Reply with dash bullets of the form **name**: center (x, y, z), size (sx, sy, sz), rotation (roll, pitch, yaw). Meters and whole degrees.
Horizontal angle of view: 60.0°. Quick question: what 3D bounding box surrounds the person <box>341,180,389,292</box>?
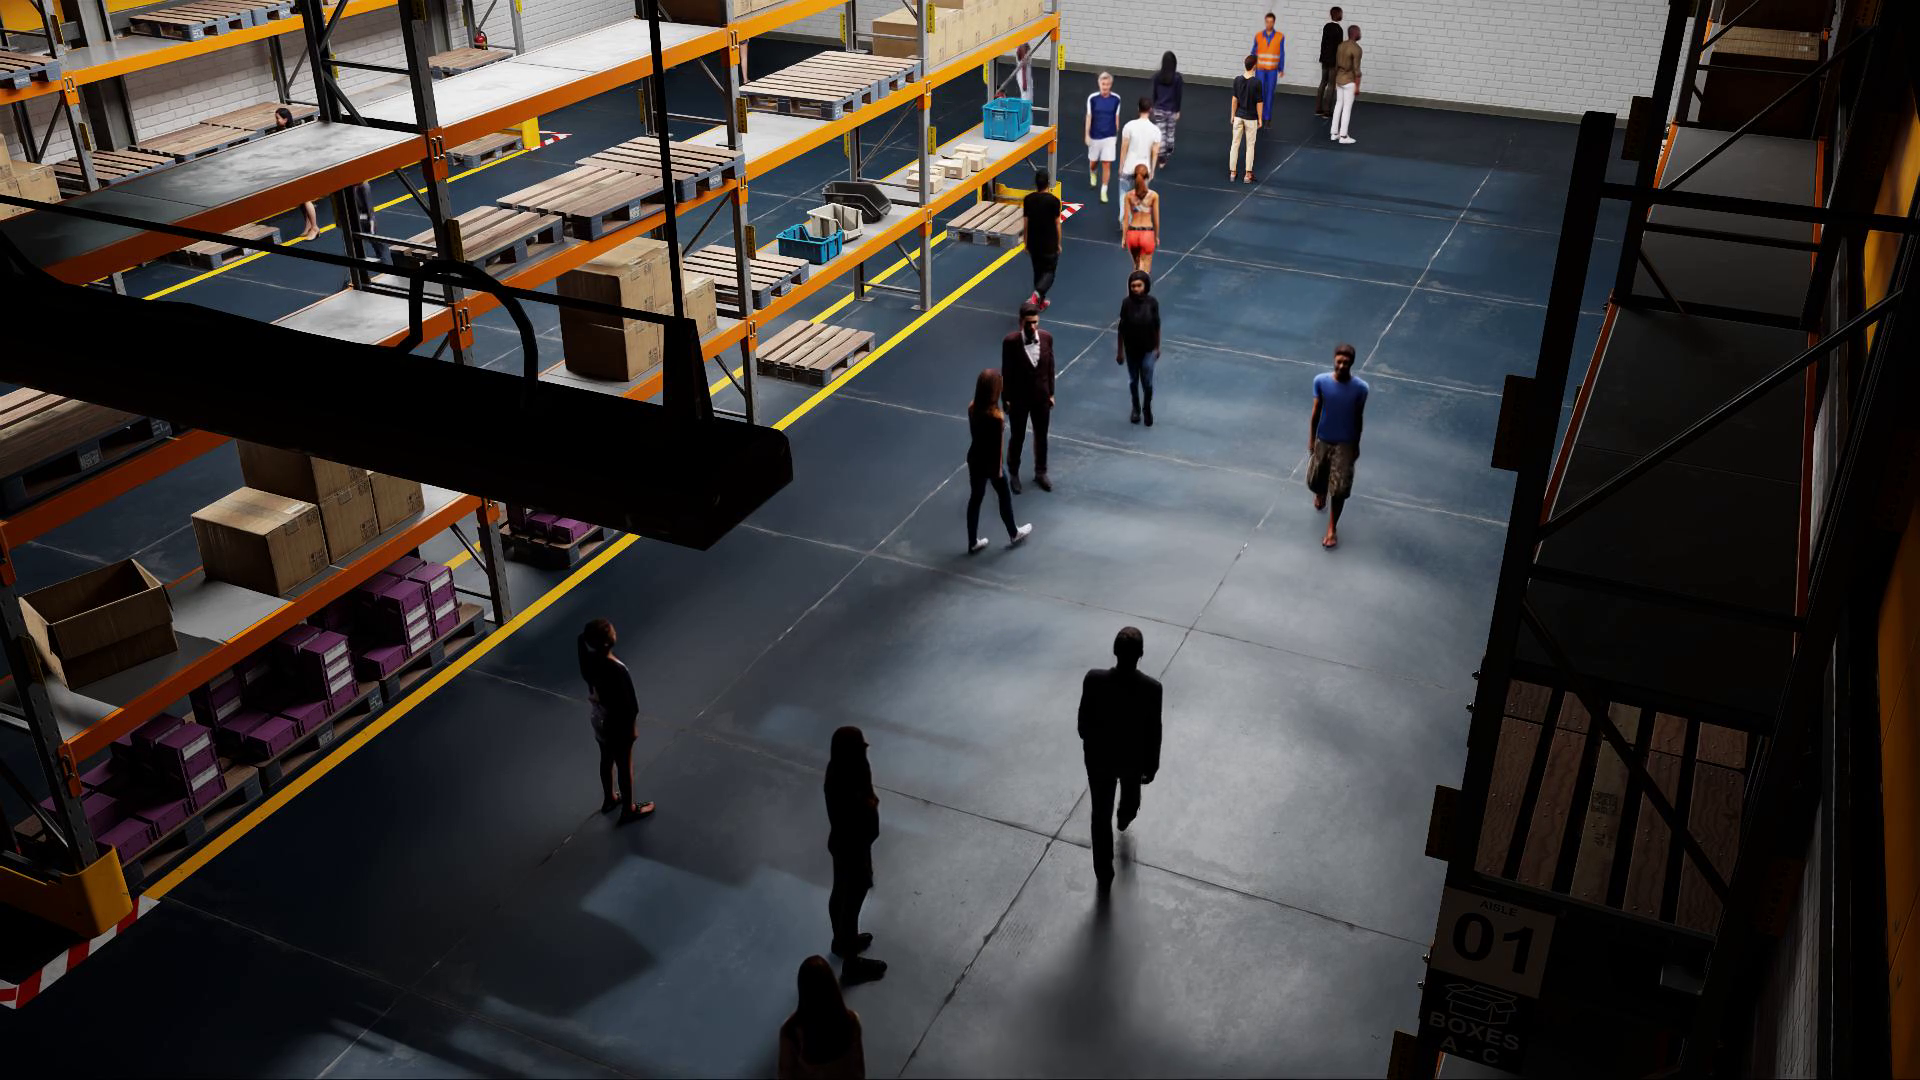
- **person**: center (-7.336, -3.802, 20.228), size (0.699, 1.737, 1.187), rotation (8, 30, 15)

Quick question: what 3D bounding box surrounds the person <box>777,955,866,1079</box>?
- **person**: center (-0.666, 2.775, 8.204), size (0.679, 1.706, 0.720), rotation (-6, 29, -11)

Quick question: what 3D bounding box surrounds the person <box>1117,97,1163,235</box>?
- **person**: center (2.362, -4.924, 22.187), size (0.828, 1.832, 0.862), rotation (-1, 29, -1)

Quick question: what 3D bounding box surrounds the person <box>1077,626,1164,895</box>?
- **person**: center (0.989, 1.425, 10.592), size (0.972, 1.788, 1.296), rotation (3, 29, 5)

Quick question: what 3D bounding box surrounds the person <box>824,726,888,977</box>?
- **person**: center (-0.672, 1.838, 9.915), size (0.739, 1.713, 0.668), rotation (-8, 30, -15)

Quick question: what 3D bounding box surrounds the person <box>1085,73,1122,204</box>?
- **person**: center (2.031, -5.790, 23.803), size (0.986, 1.805, 1.212), rotation (-1, 29, -1)

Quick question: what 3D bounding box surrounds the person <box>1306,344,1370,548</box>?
- **person**: center (3.351, -0.907, 14.813), size (0.690, 1.842, 1.003), rotation (9, 30, 16)

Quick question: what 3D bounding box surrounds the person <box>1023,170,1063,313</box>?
- **person**: center (0.943, -3.454, 19.589), size (0.655, 1.739, 0.949), rotation (14, 32, 24)

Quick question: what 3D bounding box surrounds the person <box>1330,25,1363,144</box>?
- **person**: center (6.167, -7.272, 26.500), size (0.828, 1.824, 0.791), rotation (-13, 31, -22)

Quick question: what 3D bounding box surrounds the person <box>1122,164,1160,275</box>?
- **person**: center (2.118, -3.507, 19.668), size (0.779, 1.756, 1.097), rotation (6, 29, 10)

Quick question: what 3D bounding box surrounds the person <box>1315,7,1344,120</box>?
- **person**: center (6.216, -8.006, 27.870), size (0.775, 1.800, 0.729), rotation (-12, 31, -21)

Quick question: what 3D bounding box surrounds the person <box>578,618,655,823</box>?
- **person**: center (-2.358, 1.198, 11.252), size (0.588, 1.556, 0.615), rotation (22, 35, 34)

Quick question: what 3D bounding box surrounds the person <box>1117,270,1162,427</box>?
- **person**: center (1.845, -1.964, 16.917), size (0.665, 1.682, 0.760), rotation (4, 29, 6)

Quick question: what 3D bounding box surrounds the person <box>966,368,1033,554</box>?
- **person**: center (0.182, -0.646, 14.481), size (0.932, 1.700, 0.750), rotation (-26, 38, -38)

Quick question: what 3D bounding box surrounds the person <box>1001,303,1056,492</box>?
- **person**: center (0.645, -1.355, 15.616), size (0.774, 1.859, 0.823), rotation (-8, 30, -15)

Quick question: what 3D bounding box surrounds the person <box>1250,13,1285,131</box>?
- **person**: center (5.024, -7.703, 27.278), size (0.875, 1.834, 1.114), rotation (6, 29, 10)

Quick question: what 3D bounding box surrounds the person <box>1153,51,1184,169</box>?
- **person**: center (3.104, -6.488, 25.202), size (0.762, 1.690, 1.096), rotation (6, 29, 11)

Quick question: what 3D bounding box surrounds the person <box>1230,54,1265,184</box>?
- **person**: center (4.219, -6.217, 24.529), size (0.669, 1.859, 0.551), rotation (17, 33, 28)

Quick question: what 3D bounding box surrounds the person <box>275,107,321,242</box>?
- **person**: center (-8.852, -4.882, 22.175), size (0.794, 1.769, 0.773), rotation (-19, 34, -31)
